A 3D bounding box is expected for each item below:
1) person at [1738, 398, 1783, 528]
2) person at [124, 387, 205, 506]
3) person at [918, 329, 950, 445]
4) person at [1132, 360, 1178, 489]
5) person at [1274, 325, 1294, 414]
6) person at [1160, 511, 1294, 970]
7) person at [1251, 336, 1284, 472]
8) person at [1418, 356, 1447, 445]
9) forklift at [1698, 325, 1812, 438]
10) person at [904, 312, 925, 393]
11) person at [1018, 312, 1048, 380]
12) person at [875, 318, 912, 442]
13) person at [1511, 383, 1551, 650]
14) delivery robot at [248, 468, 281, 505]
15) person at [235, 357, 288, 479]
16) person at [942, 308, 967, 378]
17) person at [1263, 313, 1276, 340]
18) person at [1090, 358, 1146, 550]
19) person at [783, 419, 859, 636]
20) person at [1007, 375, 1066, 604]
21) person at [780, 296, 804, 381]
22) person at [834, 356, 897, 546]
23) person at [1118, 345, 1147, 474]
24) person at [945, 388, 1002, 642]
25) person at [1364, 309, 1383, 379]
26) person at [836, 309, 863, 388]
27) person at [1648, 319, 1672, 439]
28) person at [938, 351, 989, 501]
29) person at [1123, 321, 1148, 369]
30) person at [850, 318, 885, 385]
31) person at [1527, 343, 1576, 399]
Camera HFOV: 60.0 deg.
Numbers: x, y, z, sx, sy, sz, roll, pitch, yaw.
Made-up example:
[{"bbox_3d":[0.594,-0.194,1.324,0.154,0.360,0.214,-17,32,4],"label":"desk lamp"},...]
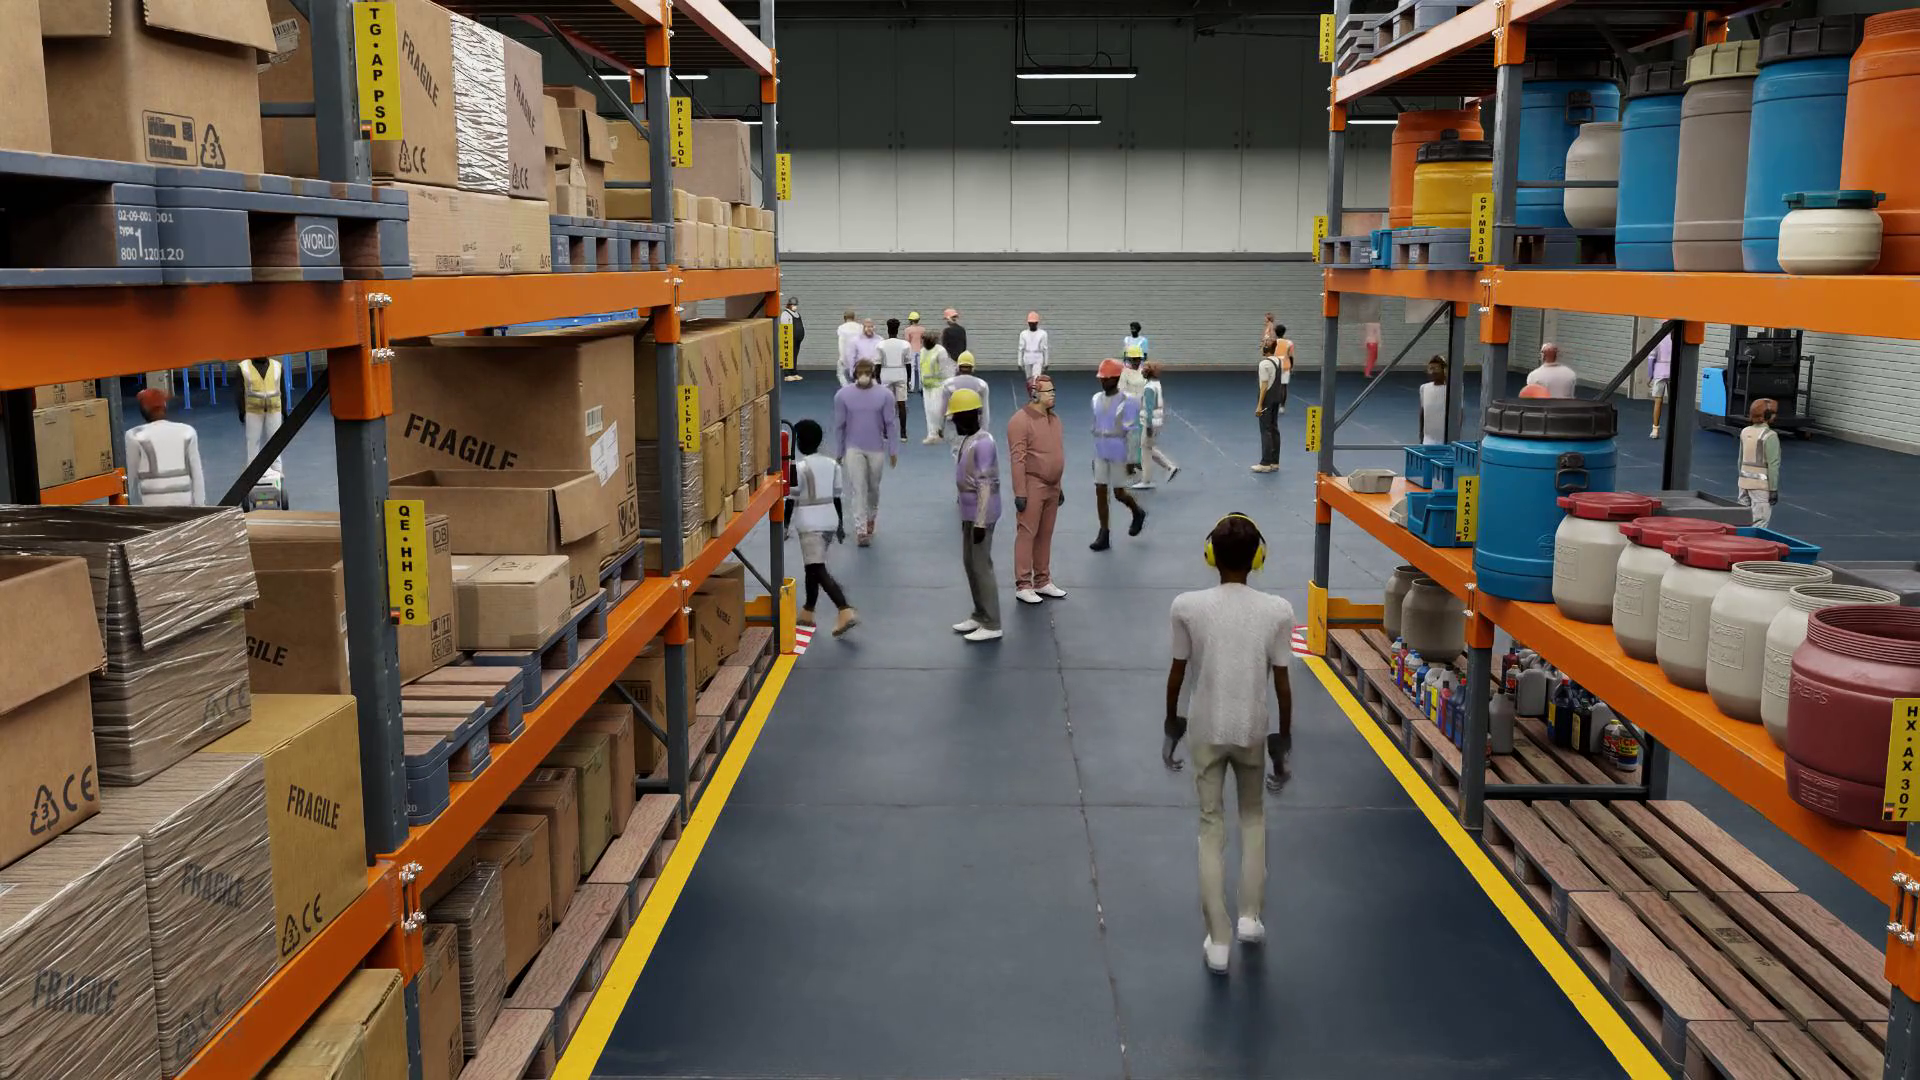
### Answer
[{"bbox_3d":[7.181,-0.457,14.975,0.307,1.644,0.511,-1,10,-9],"label":"person"},{"bbox_3d":[-6.448,-0.298,13.388,0.762,1.853,0.573,7,12,36],"label":"person"},{"bbox_3d":[-0.378,-2.413,26.208,0.537,1.816,0.634,-7,12,-36],"label":"person"},{"bbox_3d":[2.451,-1.448,20.940,0.459,1.622,0.532,3,10,18],"label":"person"},{"bbox_3d":[6.059,-3.243,31.570,0.551,1.677,0.673,1,9,4],"label":"person"},{"bbox_3d":[1.082,0.802,6.831,0.512,1.852,0.571,1,9,3],"label":"person"},{"bbox_3d":[4.215,-1.858,22.759,0.331,1.844,0.520,8,13,40],"label":"person"},{"bbox_3d":[5.206,-1.103,18.293,0.555,1.821,0.946,9,13,43],"label":"person"},{"bbox_3d":[13.248,-3.165,27.620,1.129,2.768,1.873,0,9,1],"label":"forklift"},{"bbox_3d":[-1.000,-4.118,36.522,0.533,1.772,0.296,-6,11,-32],"label":"person"},{"bbox_3d":[1.420,-3.477,32.325,0.557,1.892,1.007,3,10,15],"label":"person"},{"bbox_3d":[-1.064,-2.558,26.591,0.607,1.966,0.367,-1,10,-8],"label":"person"},{"bbox_3d":[4.170,-0.148,12.121,0.632,1.976,0.729,0,9,2],"label":"person"},{"bbox_3d":[-8.057,-0.656,19.260,0.477,0.478,0.707,-4,10,-21],"label":"delivery robot"},{"bbox_3d":[-9.170,-1.708,21.875,0.633,1.841,0.429,-6,11,-33],"label":"person"},{"bbox_3d":[-0.174,-3.554,32.621,0.657,1.957,0.660,6,11,33],"label":"person"},{"bbox_3d":[7.452,-4.653,40.111,0.314,1.639,0.517,-1,10,-5],"label":"person"},{"bbox_3d":[1.577,-0.879,16.717,0.542,1.918,0.700,8,12,40],"label":"person"},{"bbox_3d":[-1.050,-0.099,12.828,0.820,1.656,0.536,7,12,35],"label":"person"},{"bbox_3d":[0.678,-0.438,14.053,0.409,1.913,0.649,7,12,36],"label":"person"},{"bbox_3d":[-4.033,-4.874,40.369,0.536,2.000,0.676,4,10,24],"label":"person"},{"bbox_3d":[-0.971,-0.942,17.106,0.638,1.911,0.925,-1,10,-6],"label":"person"},{"bbox_3d":[2.389,-1.763,22.482,0.548,1.744,0.497,-5,11,-28],"label":"person"},{"bbox_3d":[0.104,-0.199,12.642,0.411,1.910,0.589,-2,10,-14],"label":"person"},{"bbox_3d":[10.262,-4.842,40.942,0.722,1.741,0.543,-3,10,-17],"label":"person"},{"bbox_3d":[-2.229,-3.682,33.446,0.635,1.922,0.446,-7,12,-36],"label":"person"},{"bbox_3d":[11.503,-2.674,27.054,0.606,2.044,0.374,4,10,20],"label":"person"},{"bbox_3d":[0.039,-1.379,20.081,0.586,1.785,0.934,-2,10,-11],"label":"person"},{"bbox_3d":[3.464,-3.498,33.036,0.552,1.683,0.361,6,11,32],"label":"person"},{"bbox_3d":[-1.595,-2.920,28.995,0.648,1.893,0.540,-3,10,-15],"label":"person"},{"bbox_3d":[7.196,-1.448,20.231,0.647,1.882,0.799,-1,10,-8],"label":"person"}]
